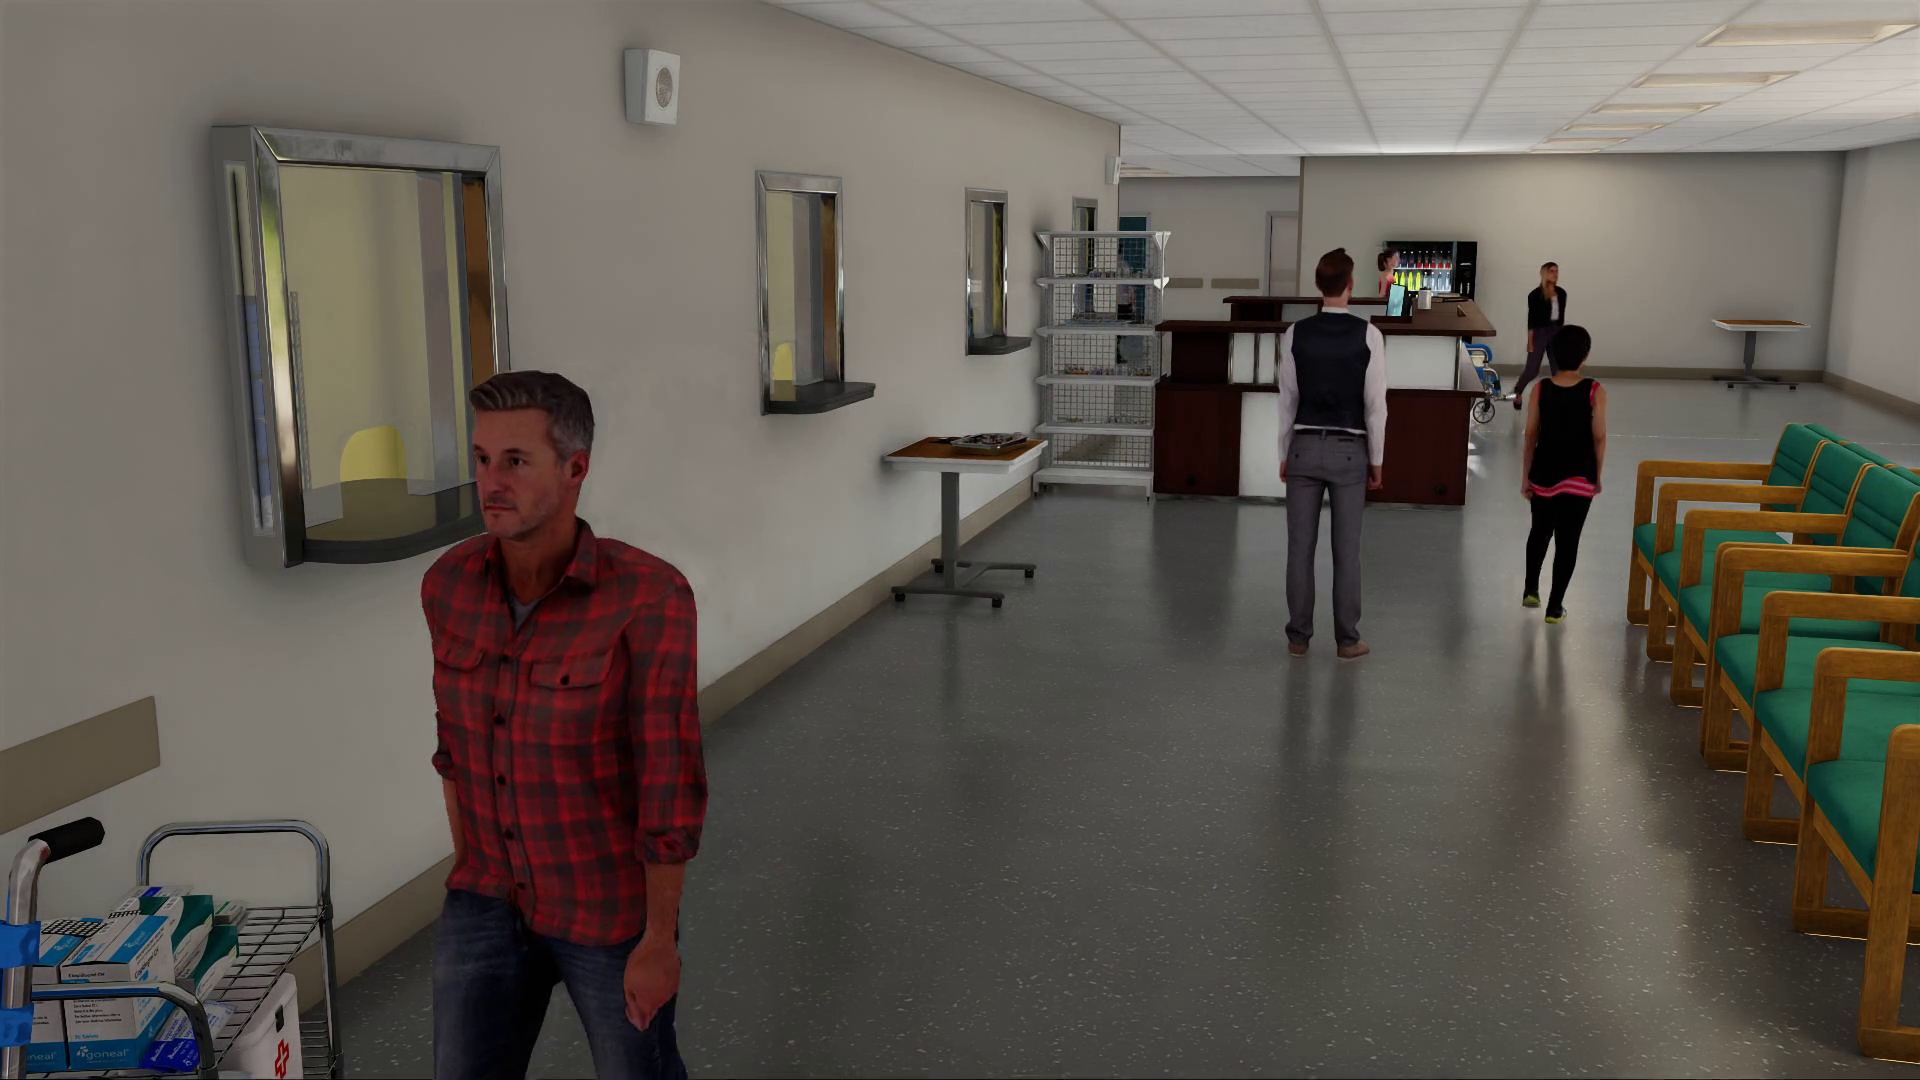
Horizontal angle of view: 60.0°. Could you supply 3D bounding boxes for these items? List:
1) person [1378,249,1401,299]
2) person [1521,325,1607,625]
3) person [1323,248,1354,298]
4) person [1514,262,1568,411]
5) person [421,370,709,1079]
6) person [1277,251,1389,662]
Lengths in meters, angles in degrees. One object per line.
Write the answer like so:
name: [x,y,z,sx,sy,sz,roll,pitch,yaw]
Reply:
person: [5.488,-2.915,21.734,0.815,1.729,0.587,4,11,18]
person: [3.093,-0.324,8.583,0.587,1.541,0.671,7,13,33]
person: [4.791,-2.830,21.237,0.890,1.748,0.830,-4,12,-21]
person: [6.098,-2.065,17.489,1.052,1.640,0.956,-2,11,-11]
person: [-0.647,0.616,2.963,1.067,1.790,0.786,3,11,17]
person: [1.757,-0.405,7.944,0.538,1.939,0.752,5,12,23]
